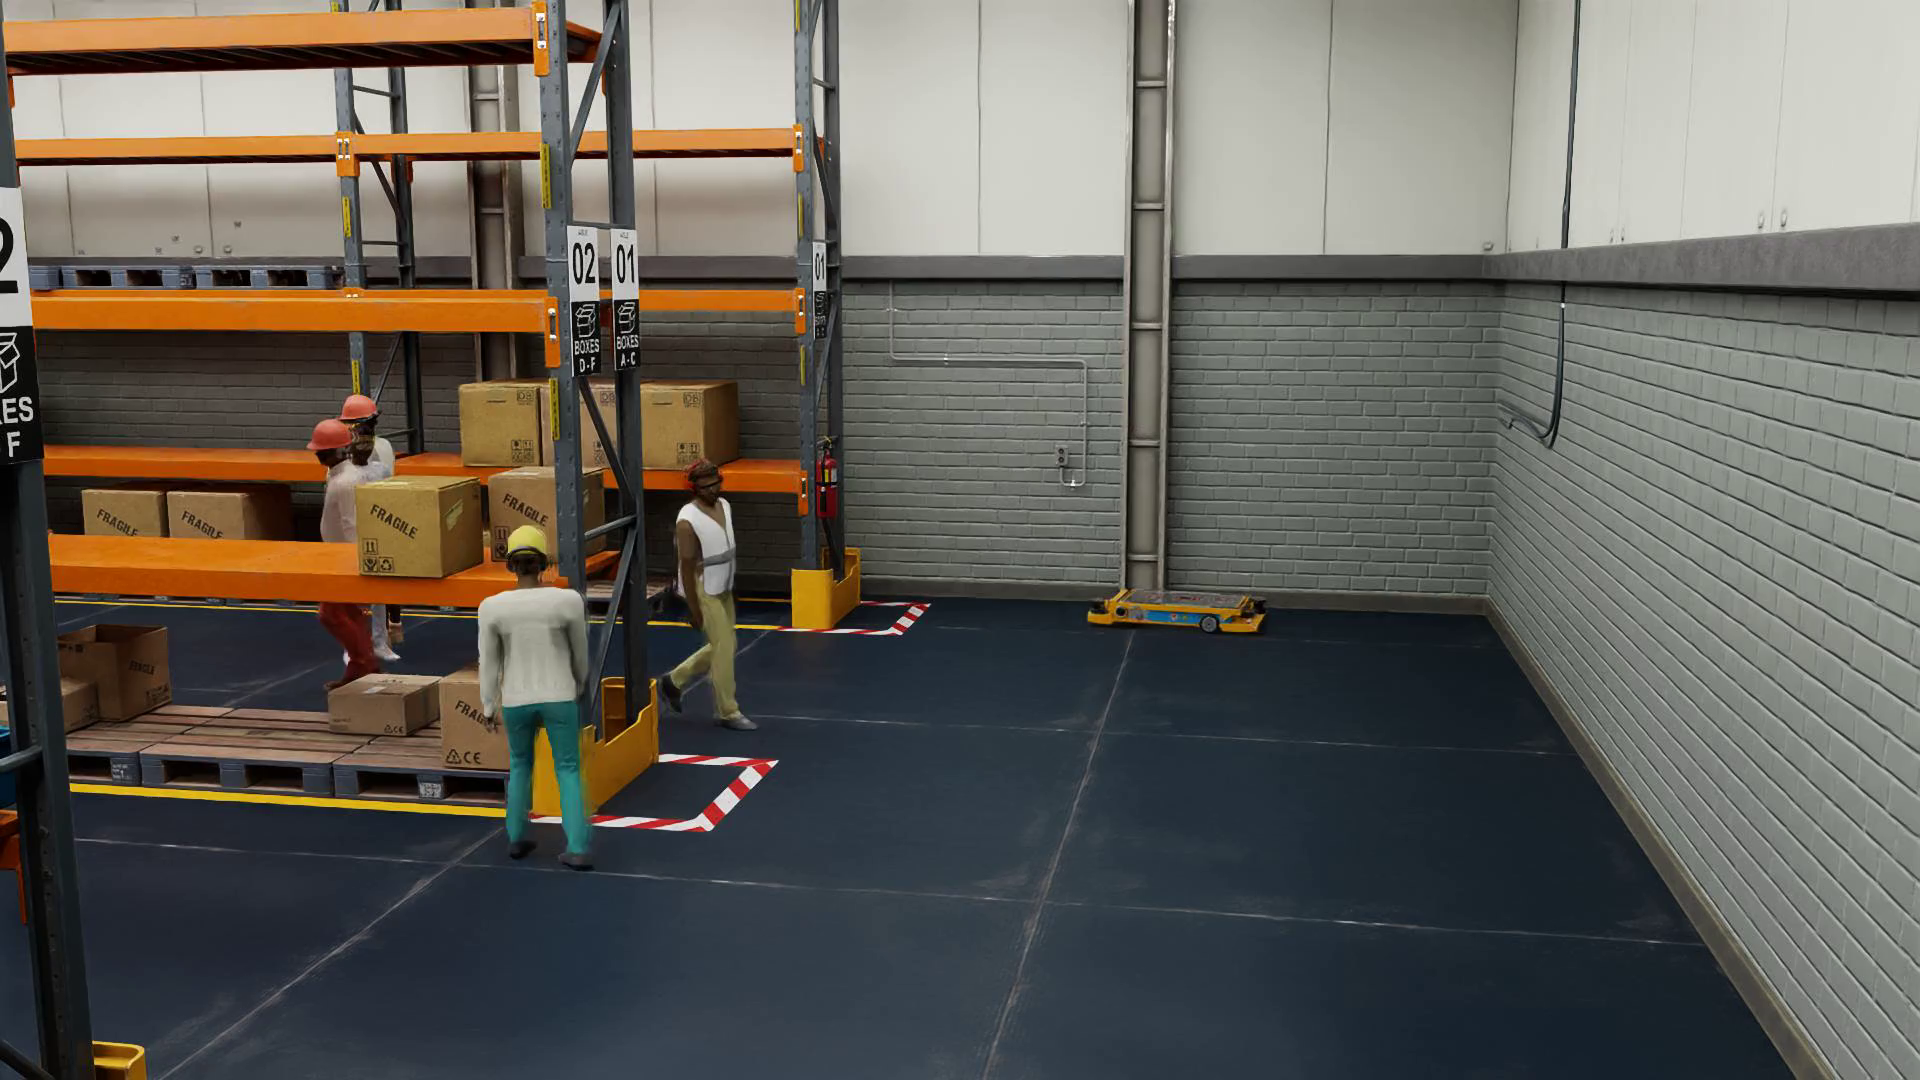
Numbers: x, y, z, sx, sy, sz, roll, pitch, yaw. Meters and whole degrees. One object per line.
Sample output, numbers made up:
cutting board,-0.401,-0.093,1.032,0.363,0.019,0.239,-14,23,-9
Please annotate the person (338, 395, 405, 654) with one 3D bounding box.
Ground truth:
person,-4.644,-0.123,13.077,0.407,2.034,0.607,1,9,3

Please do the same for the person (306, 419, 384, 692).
person,-4.327,0.127,11.711,0.413,1.978,0.675,-3,10,-18

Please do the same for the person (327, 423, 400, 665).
person,-4.539,0.032,12.656,0.511,1.861,0.326,-8,12,-42

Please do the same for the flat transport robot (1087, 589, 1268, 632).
flat transport robot,1.852,0.587,14.118,1.431,0.197,0.652,3,10,17

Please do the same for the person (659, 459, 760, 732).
person,-1.671,0.360,10.779,0.670,1.807,0.619,3,10,16

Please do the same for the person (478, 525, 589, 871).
person,-2.129,0.784,8.362,0.530,1.734,0.476,-1,9,-4
